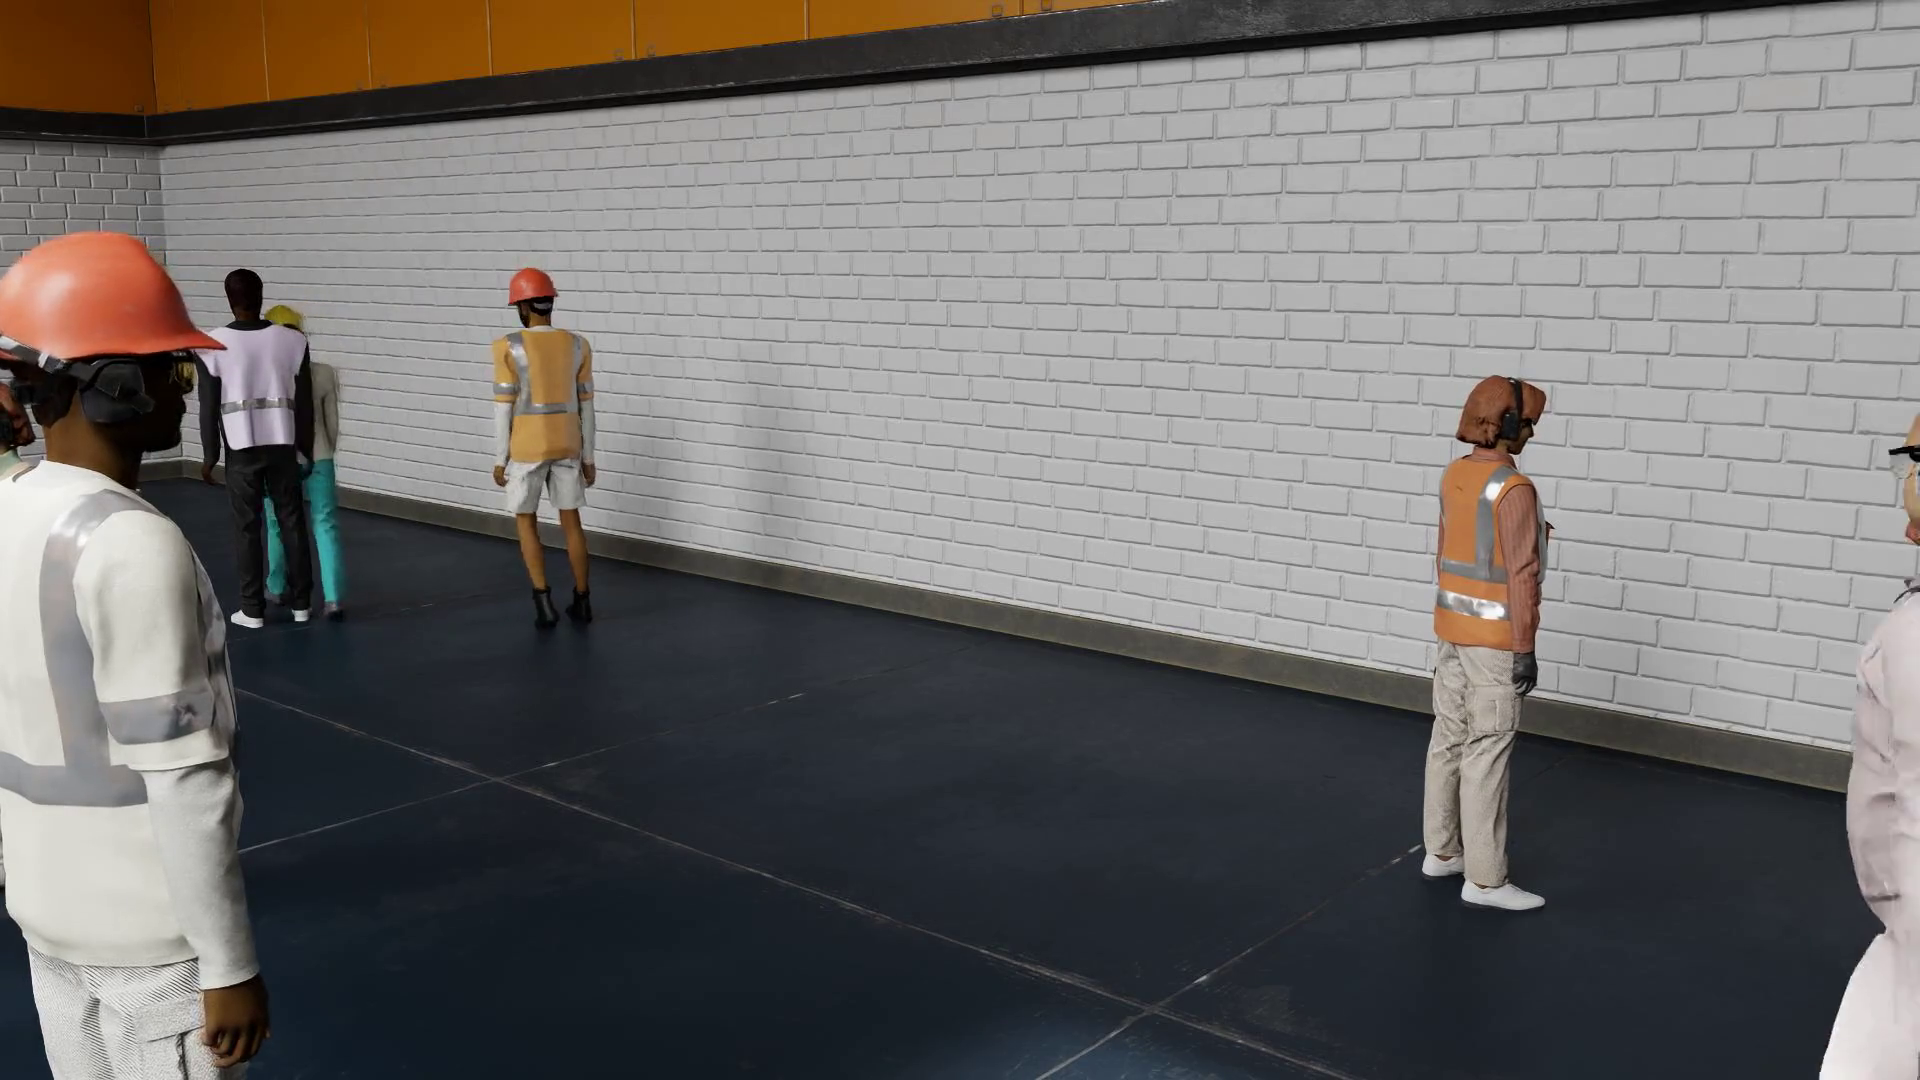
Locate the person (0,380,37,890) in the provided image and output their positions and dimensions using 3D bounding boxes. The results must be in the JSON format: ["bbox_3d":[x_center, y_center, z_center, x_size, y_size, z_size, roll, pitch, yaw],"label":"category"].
[{"bbox_3d":[-2.903,0.323,5.088,0.511,1.640,0.308,5,11,27],"label":"person"}]

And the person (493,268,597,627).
[{"bbox_3d":[-2.208,-0.481,8.900,0.558,1.916,0.495,-7,12,-36],"label":"person"}]

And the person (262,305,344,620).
[{"bbox_3d":[-3.642,-0.424,9.143,0.525,1.716,0.947,-7,12,-35],"label":"person"}]

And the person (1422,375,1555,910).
[{"bbox_3d":[1.624,0.313,5.144,0.309,1.640,0.511,-2,10,-11],"label":"person"}]

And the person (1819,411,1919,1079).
[{"bbox_3d":[1.685,0.662,2.603,0.649,1.847,1.053,-5,11,-27],"label":"person"}]

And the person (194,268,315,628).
[{"bbox_3d":[-3.747,-0.483,8.897,0.587,1.914,0.392,-7,12,-35],"label":"person"}]

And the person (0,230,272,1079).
[{"bbox_3d":[-1.268,0.557,2.596,0.608,2.047,0.366,8,13,40],"label":"person"}]
